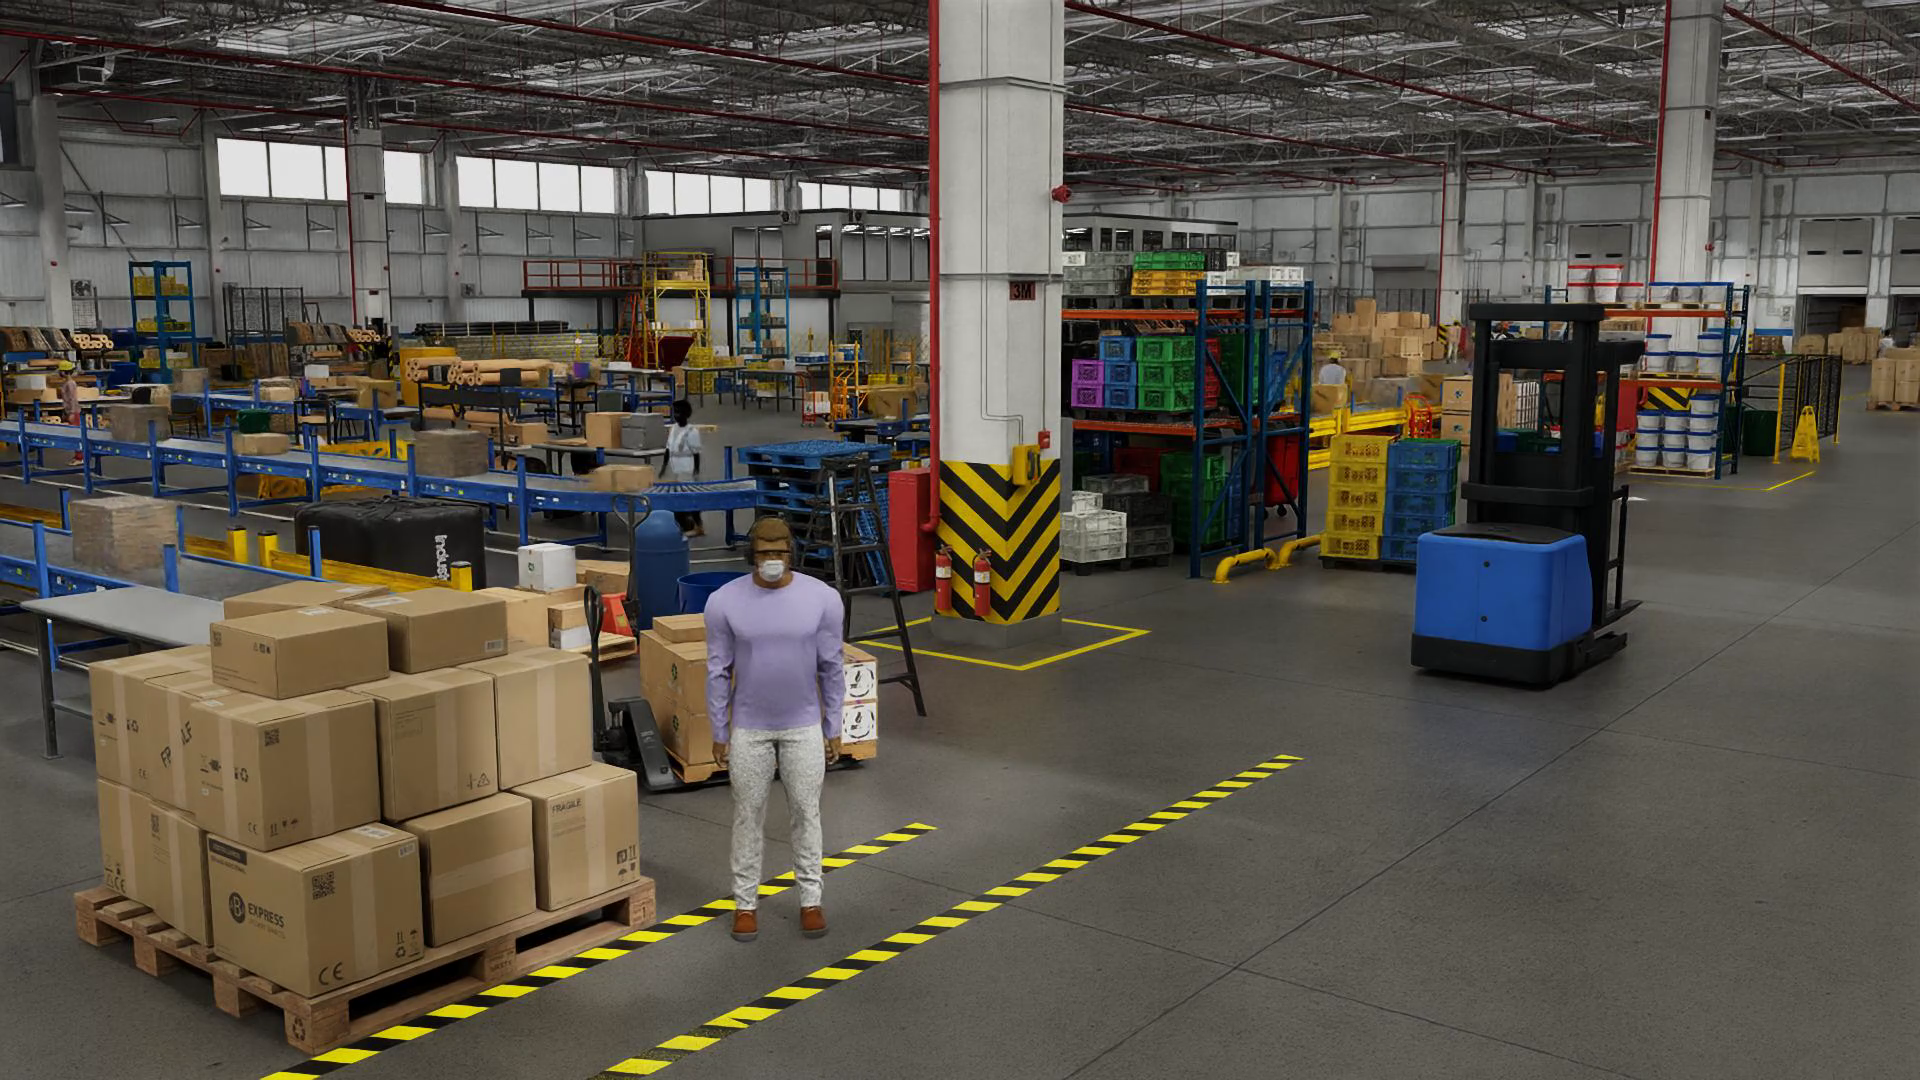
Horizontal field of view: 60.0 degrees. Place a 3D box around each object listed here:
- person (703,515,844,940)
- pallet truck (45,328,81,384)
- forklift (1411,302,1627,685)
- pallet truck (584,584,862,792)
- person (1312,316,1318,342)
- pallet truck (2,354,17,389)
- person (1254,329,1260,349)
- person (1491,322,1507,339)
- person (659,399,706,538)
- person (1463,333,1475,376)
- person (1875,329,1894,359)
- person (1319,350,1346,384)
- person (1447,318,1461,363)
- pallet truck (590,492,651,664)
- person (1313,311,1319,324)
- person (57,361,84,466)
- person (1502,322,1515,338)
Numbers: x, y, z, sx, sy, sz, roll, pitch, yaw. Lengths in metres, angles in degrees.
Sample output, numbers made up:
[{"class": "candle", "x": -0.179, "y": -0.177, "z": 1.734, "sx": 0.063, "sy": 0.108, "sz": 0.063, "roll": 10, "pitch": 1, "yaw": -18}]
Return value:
[{"class": "person", "x": -0.829, "y": 0.839, "z": 7.457, "sx": 0.624, "sy": 1.932, "sz": 0.369, "roll": -1, "pitch": 9, "yaw": -8}, {"class": "pallet truck", "x": -23.775, "y": -4.544, "z": 43.495, "sx": 1.885, "sy": 1.965, "sz": 0.823, "roll": 6, "pitch": 10, "yaw": 35}, {"class": "forklift", "x": 4.379, "y": -0.438, "z": 12.852, "sx": 1.129, "sy": 2.768, "sz": 1.873, "roll": 7, "pitch": 11, "yaw": 37}, {"class": "pallet truck", "x": -1.426, "y": 0.805, "z": 10.019, "sx": 1.601, "sy": 1.201, "sz": 0.680, "roll": -4, "pitch": 9, "yaw": -26}, {"class": "person", "x": 15.750, "y": -9.066, "z": 74.333, "sx": 0.558, "sy": 1.900, "sz": 0.965, "roll": 5, "pitch": 10, "yaw": 31}, {"class": "pallet truck", "x": -24.881, "y": -4.417, "z": 42.634, "sx": 1.885, "sy": 1.965, "sz": 0.823, "roll": 8, "pitch": 11, "yaw": 41}, {"class": "person", "x": 15.469, "y": -10.775, "z": 86.174, "sx": 0.433, "sy": 1.813, "sz": 0.718, "roll": -5, "pitch": 10, "yaw": -30}, {"class": "person", "x": 16.029, "y": -5.459, "z": 49.516, "sx": 0.537, "sy": 2.000, "sz": 0.682, "roll": -7, "pitch": 11, "yaw": -41}, {"class": "person", "x": -3.254, "y": -0.819, "z": 19.497, "sx": 0.668, "sy": 1.676, "sz": 0.538, "roll": -7, "pitch": 11, "yaw": -40}, {"class": "person", "x": 15.346, "y": -5.330, "z": 49.707, "sx": 0.674, "sy": 1.725, "sz": 0.554, "roll": 5, "pitch": 10, "yaw": 29}, {"class": "person", "x": 28.279, "y": -5.540, "z": 50.805, "sx": 0.573, "sy": 1.823, "sz": 0.890, "roll": -2, "pitch": 9, "yaw": -13}, {"class": "person", "x": 7.310, "y": -2.856, "z": 32.821, "sx": 0.605, "sy": 1.798, "sz": 0.897, "roll": 7, "pitch": 11, "yaw": 41}, {"class": "person", "x": 20.330, "y": -8.203, "z": 68.526, "sx": 0.599, "sy": 1.891, "sz": 0.873, "roll": 5, "pitch": 10, "yaw": 31}, {"class": "pallet truck", "x": -3.115, "y": 0.344, "z": 12.883, "sx": 0.653, "sy": 1.274, "sz": 1.630, "roll": 7, "pitch": 11, "yaw": 37}, {"class": "person", "x": 18.434, "y": -10.888, "z": 86.265, "sx": 0.622, "sy": 1.992, "sz": 0.394, "roll": 7, "pitch": 11, "yaw": 40}, {"class": "person", "x": -14.970, "y": -2.130, "z": 27.993, "sx": 0.322, "sy": 1.769, "sz": 0.523, "roll": -5, "pitch": 10, "yaw": -31}, {"class": "person", "x": 16.955, "y": -5.782, "z": 51.845, "sx": 0.625, "sy": 1.992, "sz": 0.388, "roll": 7, "pitch": 11, "yaw": 39}]
